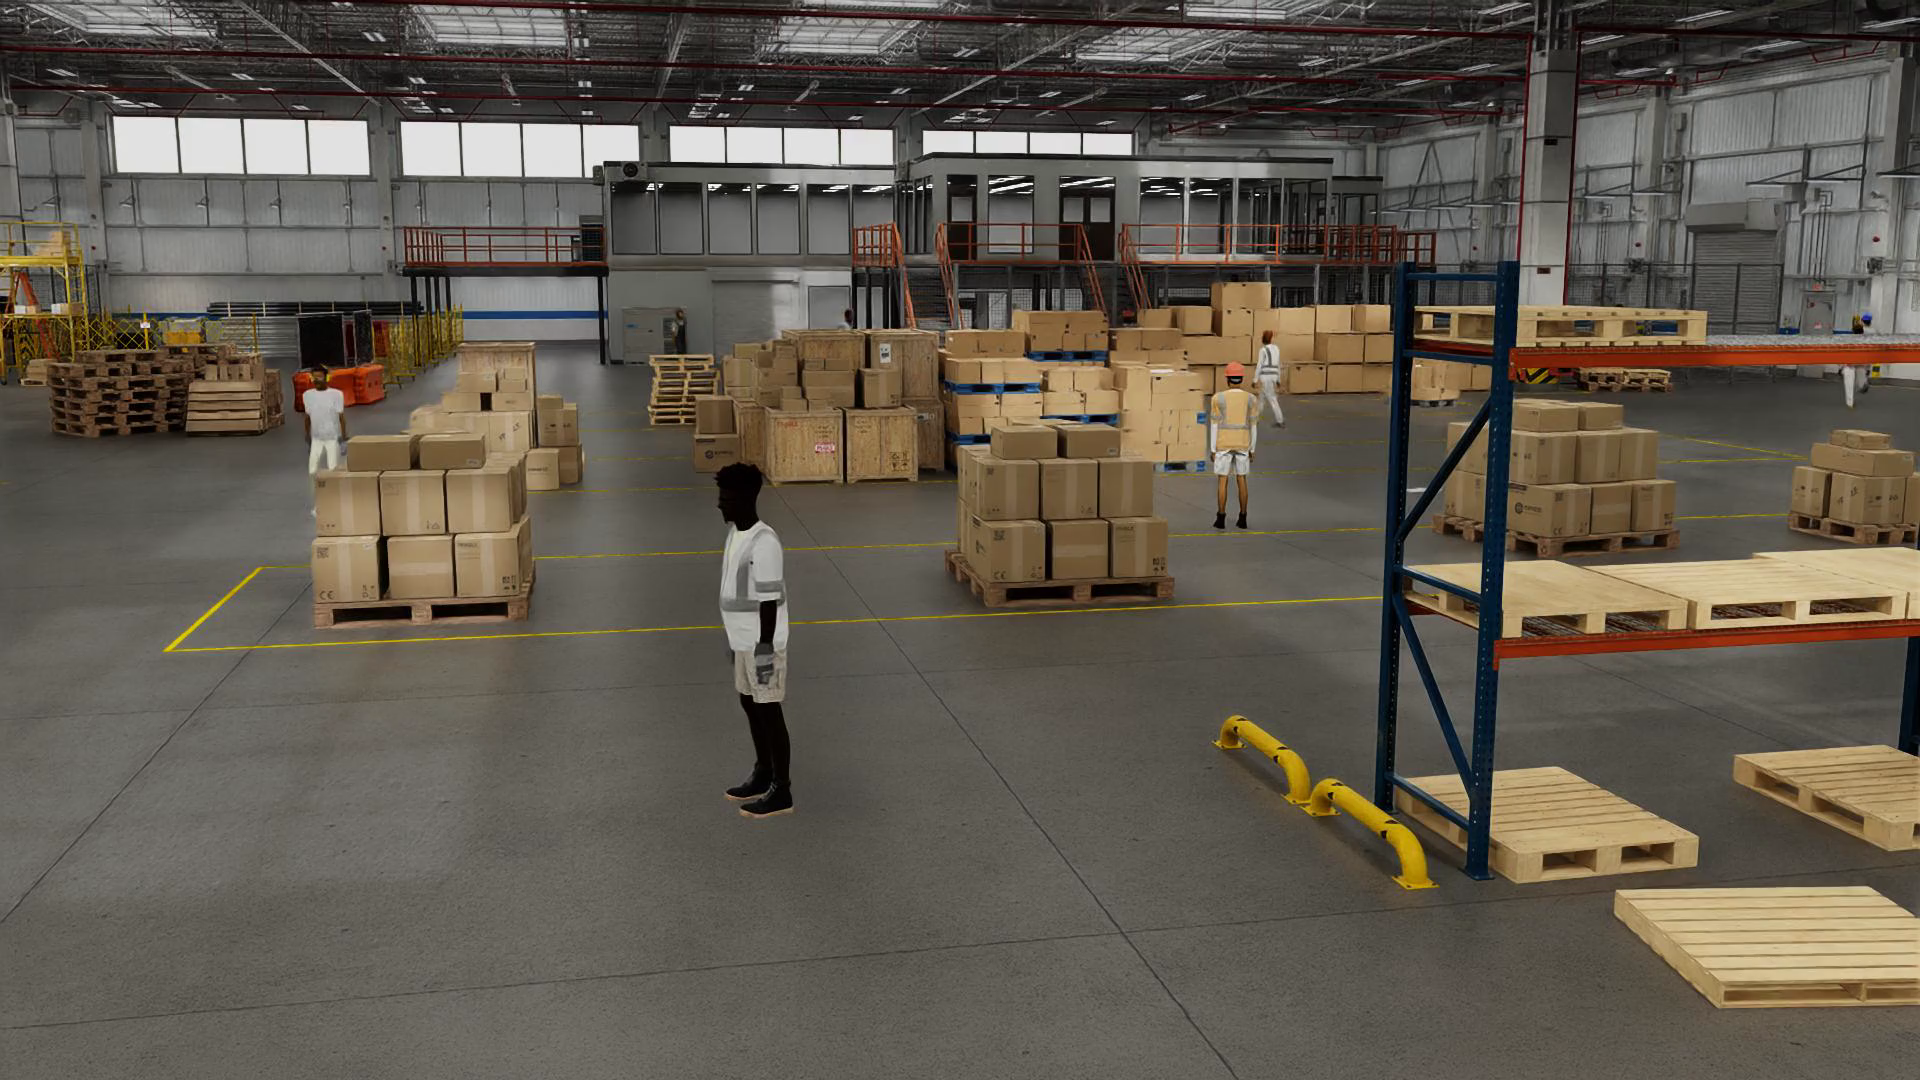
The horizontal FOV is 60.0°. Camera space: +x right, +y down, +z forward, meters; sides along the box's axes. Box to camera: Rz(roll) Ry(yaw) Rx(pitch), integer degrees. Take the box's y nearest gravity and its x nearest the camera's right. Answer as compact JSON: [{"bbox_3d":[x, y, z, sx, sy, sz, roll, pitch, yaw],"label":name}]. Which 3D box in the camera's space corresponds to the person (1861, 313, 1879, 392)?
[{"bbox_3d":[21.602,-4.454,39.694,0.608,1.920,0.816,0,9,1],"label":"person"}]

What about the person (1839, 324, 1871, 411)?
[{"bbox_3d":[18.870,-3.649,35.087,0.631,1.824,0.647,3,10,18],"label":"person"}]

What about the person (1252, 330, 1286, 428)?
[{"bbox_3d":[5.755,-3.020,31.229,0.980,1.832,0.598,8,12,40],"label":"person"}]

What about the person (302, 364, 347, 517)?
[{"bbox_3d":[-7.634,-1.192,20.024,0.529,1.854,0.515,-1,9,-7],"label":"person"}]

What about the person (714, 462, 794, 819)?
[{"bbox_3d":[-1.142,0.541,9.154,0.395,1.955,0.606,-4,10,-23],"label":"person"}]

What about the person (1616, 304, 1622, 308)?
[{"bbox_3d":[20.999,-6.611,53.101,0.621,1.837,0.429,7,12,36],"label":"person"}]

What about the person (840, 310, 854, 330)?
[{"bbox_3d":[-2.827,-5.013,43.153,0.711,1.894,0.615,4,10,24],"label":"person"}]

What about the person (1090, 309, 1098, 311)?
[{"bbox_3d":[3.318,-4.705,41.030,0.435,1.980,0.652,-4,10,-23],"label":"person"}]

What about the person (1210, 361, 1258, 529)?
[{"bbox_3d":[3.143,-1.087,19.168,0.540,1.930,0.390,-1,9,-5],"label":"person"}]

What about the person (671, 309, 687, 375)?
[{"bbox_3d":[-7.901,-5.544,46.588,0.573,1.833,0.523,5,11,29],"label":"person"}]

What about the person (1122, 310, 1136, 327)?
[{"bbox_3d":[4.265,-4.912,42.484,0.523,1.916,0.586,-6,11,-31],"label":"person"}]
